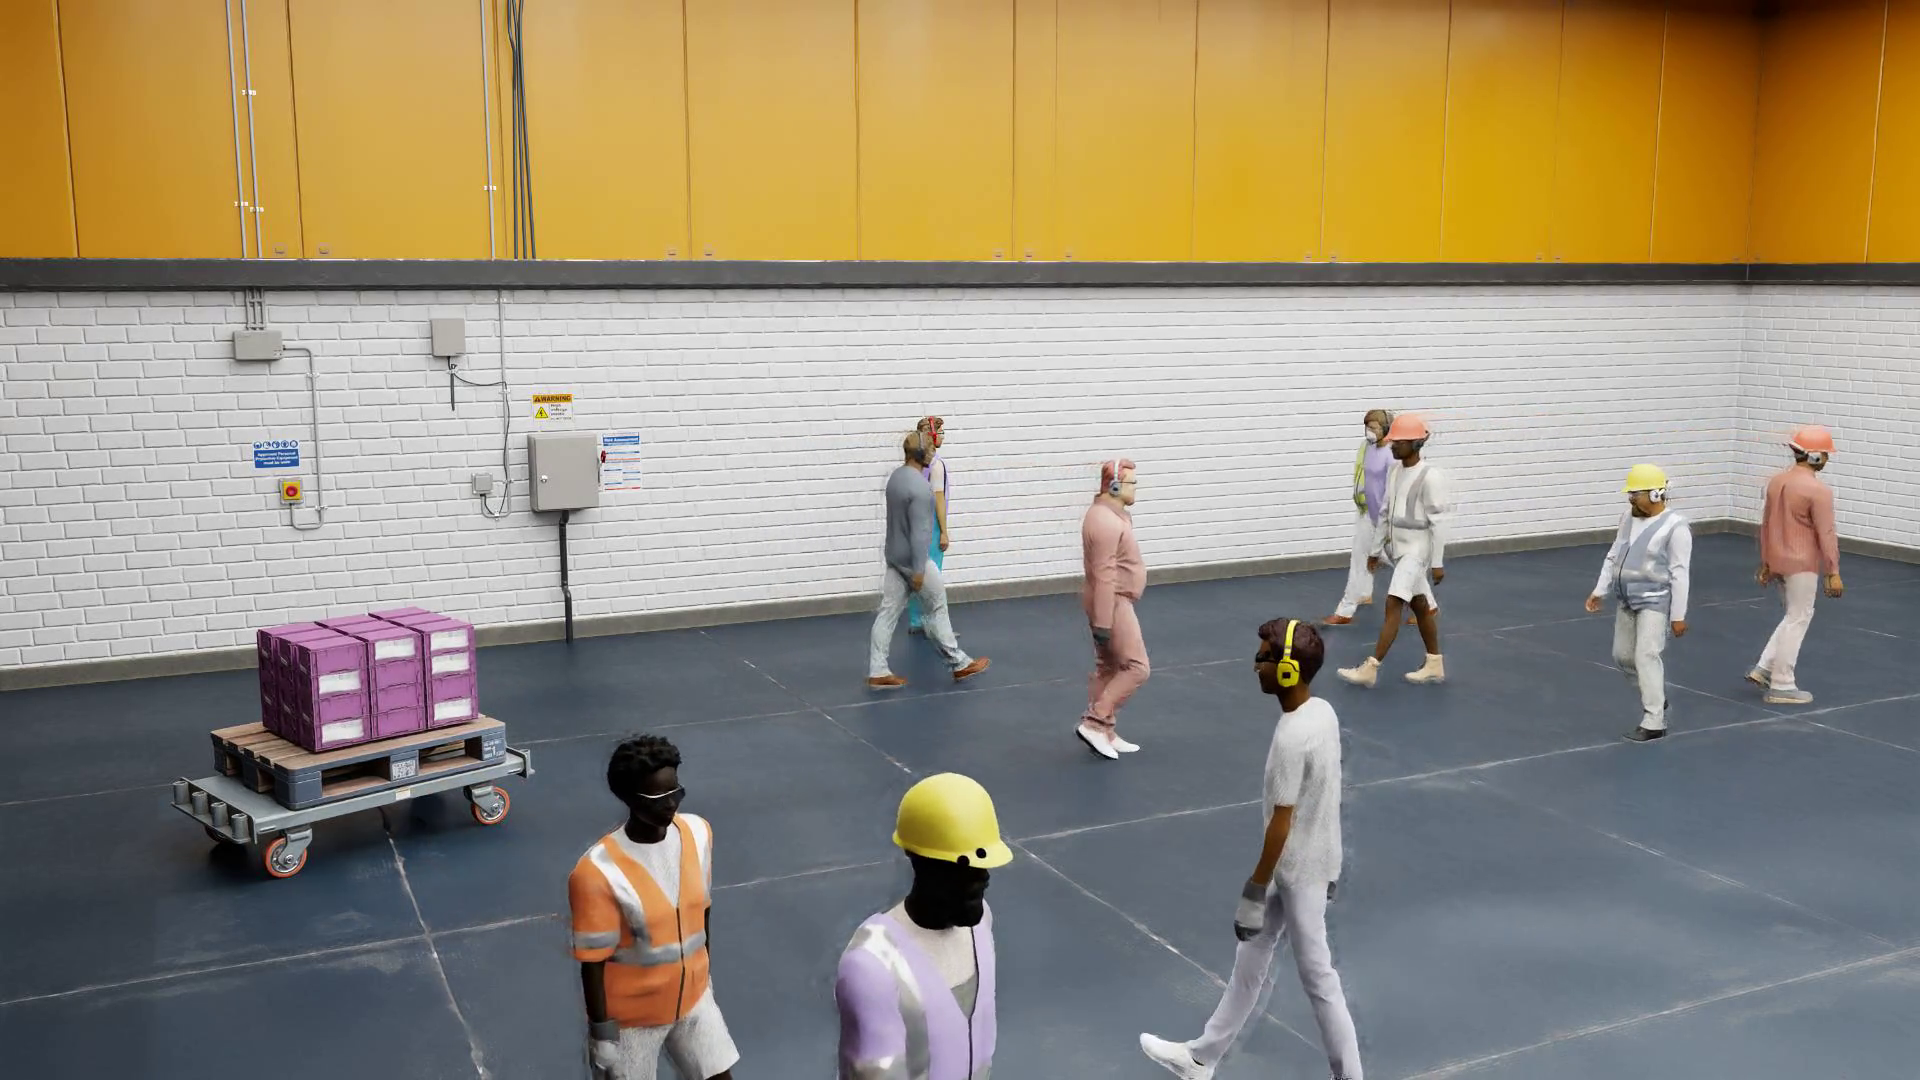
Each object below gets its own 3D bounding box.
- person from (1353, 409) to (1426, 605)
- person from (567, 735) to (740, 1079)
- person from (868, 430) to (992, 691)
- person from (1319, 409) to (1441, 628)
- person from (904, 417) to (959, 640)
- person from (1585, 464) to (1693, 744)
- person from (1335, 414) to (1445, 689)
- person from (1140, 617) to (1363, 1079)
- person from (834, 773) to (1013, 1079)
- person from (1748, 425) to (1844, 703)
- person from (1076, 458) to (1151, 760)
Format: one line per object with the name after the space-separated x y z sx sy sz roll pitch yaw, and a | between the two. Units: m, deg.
3.866 -0.290 15.089 0.638 1.824 0.629 -3 10 -18 | person
-0.867 1.405 4.949 0.614 1.674 0.559 8 12 41 | person
-0.254 0.146 12.109 0.987 1.889 0.653 -4 10 -25 | person
3.645 -0.171 14.138 1.065 1.889 0.642 -2 9 -10 | person
-0.279 -0.099 13.783 0.390 1.846 0.563 -5 11 -30 | person
4.476 0.398 10.826 0.571 1.802 0.605 -3 9 -15 | person
3.158 0.088 12.140 0.997 1.995 0.629 -2 9 -12 | person
1.061 1.177 5.902 0.913 1.830 0.554 3 10 19 | person
-0.105 1.466 4.002 0.977 1.885 0.597 7 11 36 | person
5.892 0.178 11.656 0.435 1.973 0.621 0 9 -1 | person
0.973 0.432 10.358 0.434 1.895 0.649 0 9 0 | person
